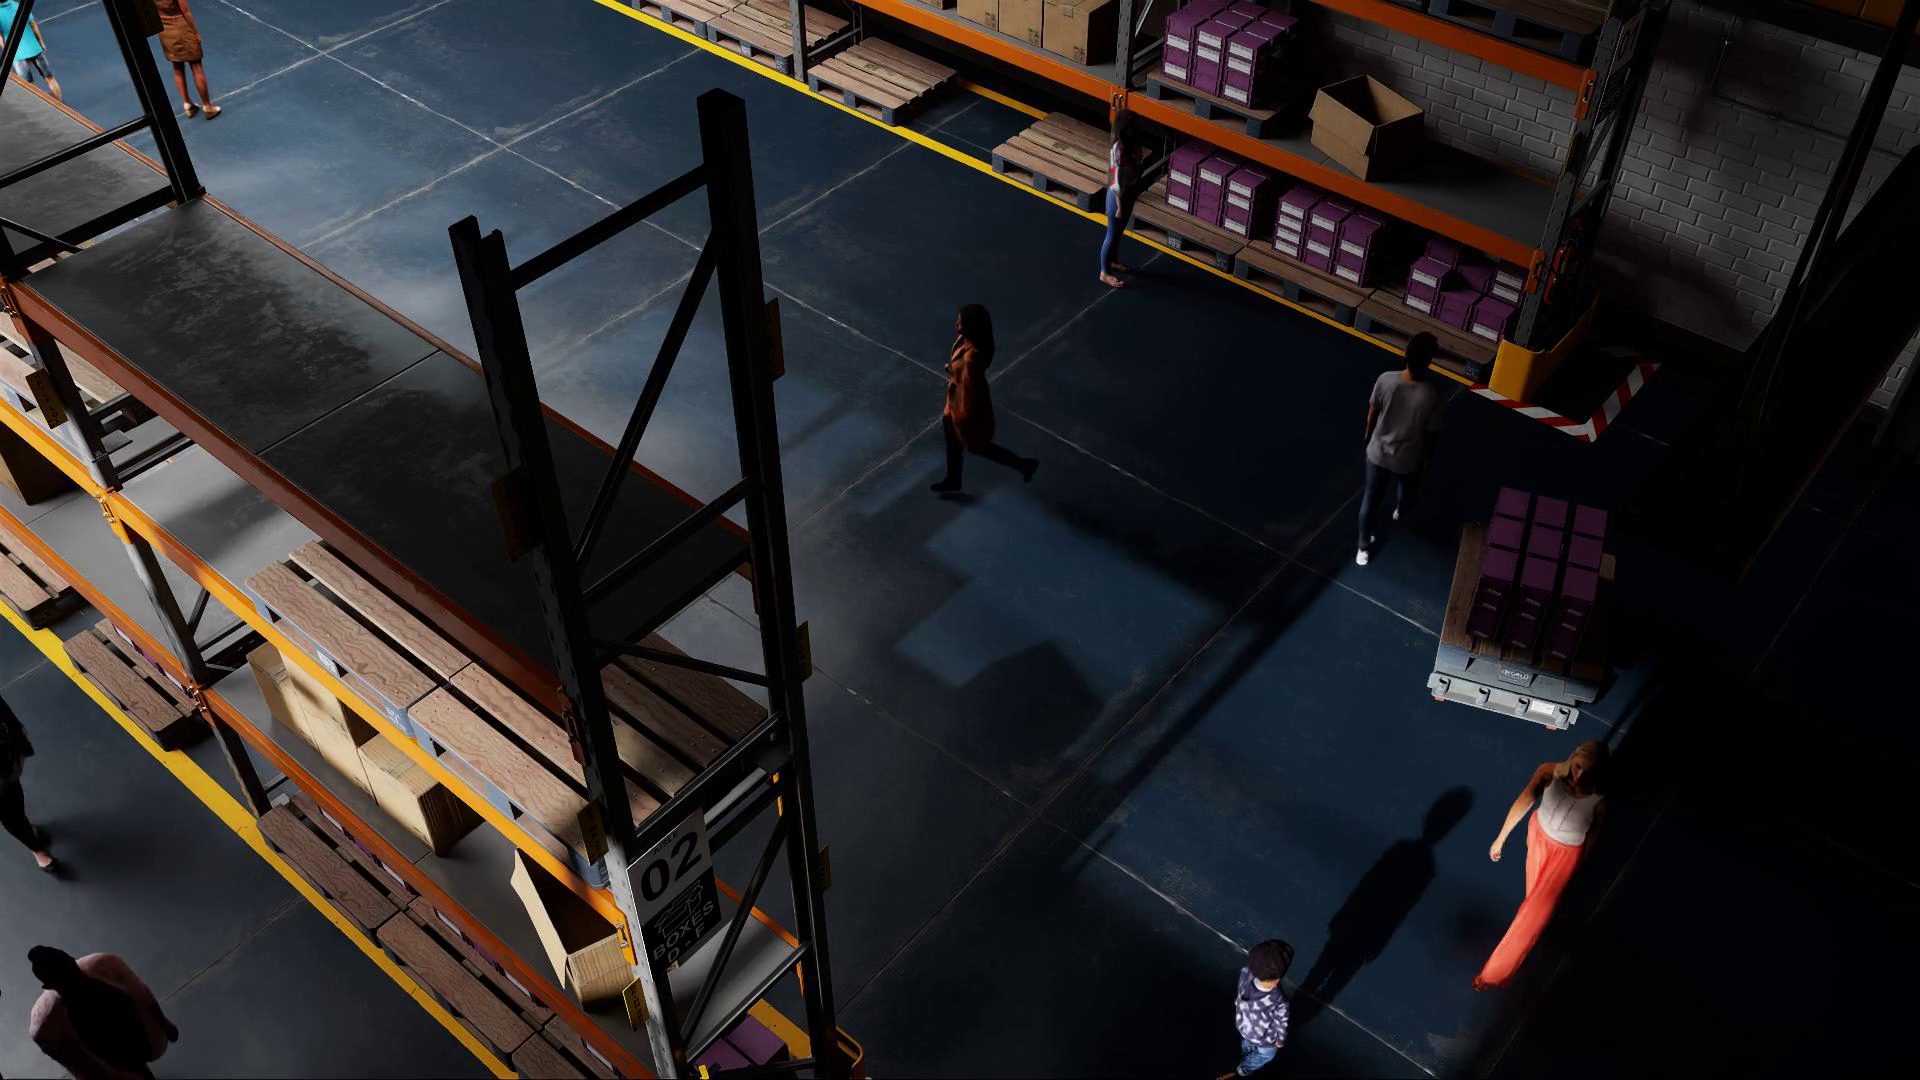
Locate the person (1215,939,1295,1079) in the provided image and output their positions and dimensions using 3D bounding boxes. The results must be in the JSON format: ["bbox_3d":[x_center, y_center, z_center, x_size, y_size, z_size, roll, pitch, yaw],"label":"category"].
[{"bbox_3d":[1.541,2.528,8.712,0.657,1.240,0.678,-26,49,-25],"label":"person"}]

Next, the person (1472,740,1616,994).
[{"bbox_3d":[3.338,1.659,9.252,0.814,1.754,1.218,-31,52,-29],"label":"person"}]

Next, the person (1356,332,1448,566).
[{"bbox_3d":[2.997,-0.577,11.525,1.067,1.856,0.898,20,47,19],"label":"person"}]

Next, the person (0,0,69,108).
[{"bbox_3d":[-9.148,-4.804,16.257,0.551,1.449,0.513,-31,51,-28],"label":"person"}]

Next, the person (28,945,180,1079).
[{"bbox_3d":[-4.334,2.492,8.409,1.170,1.710,0.852,18,46,18],"label":"person"}]

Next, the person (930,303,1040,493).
[{"bbox_3d":[0.167,-0.976,12.059,1.166,1.698,1.064,1,44,1],"label":"person"}]

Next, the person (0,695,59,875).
[{"bbox_3d":[-5.792,1.234,9.793,0.822,1.623,0.678,25,49,24],"label":"person"}]

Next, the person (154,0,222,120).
[{"bbox_3d":[-7.625,-4.929,16.218,0.590,1.683,0.697,8,44,8],"label":"person"}]

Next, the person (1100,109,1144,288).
[{"bbox_3d":[1.375,-2.934,14.176,0.613,1.612,0.647,14,45,15],"label":"person"}]
